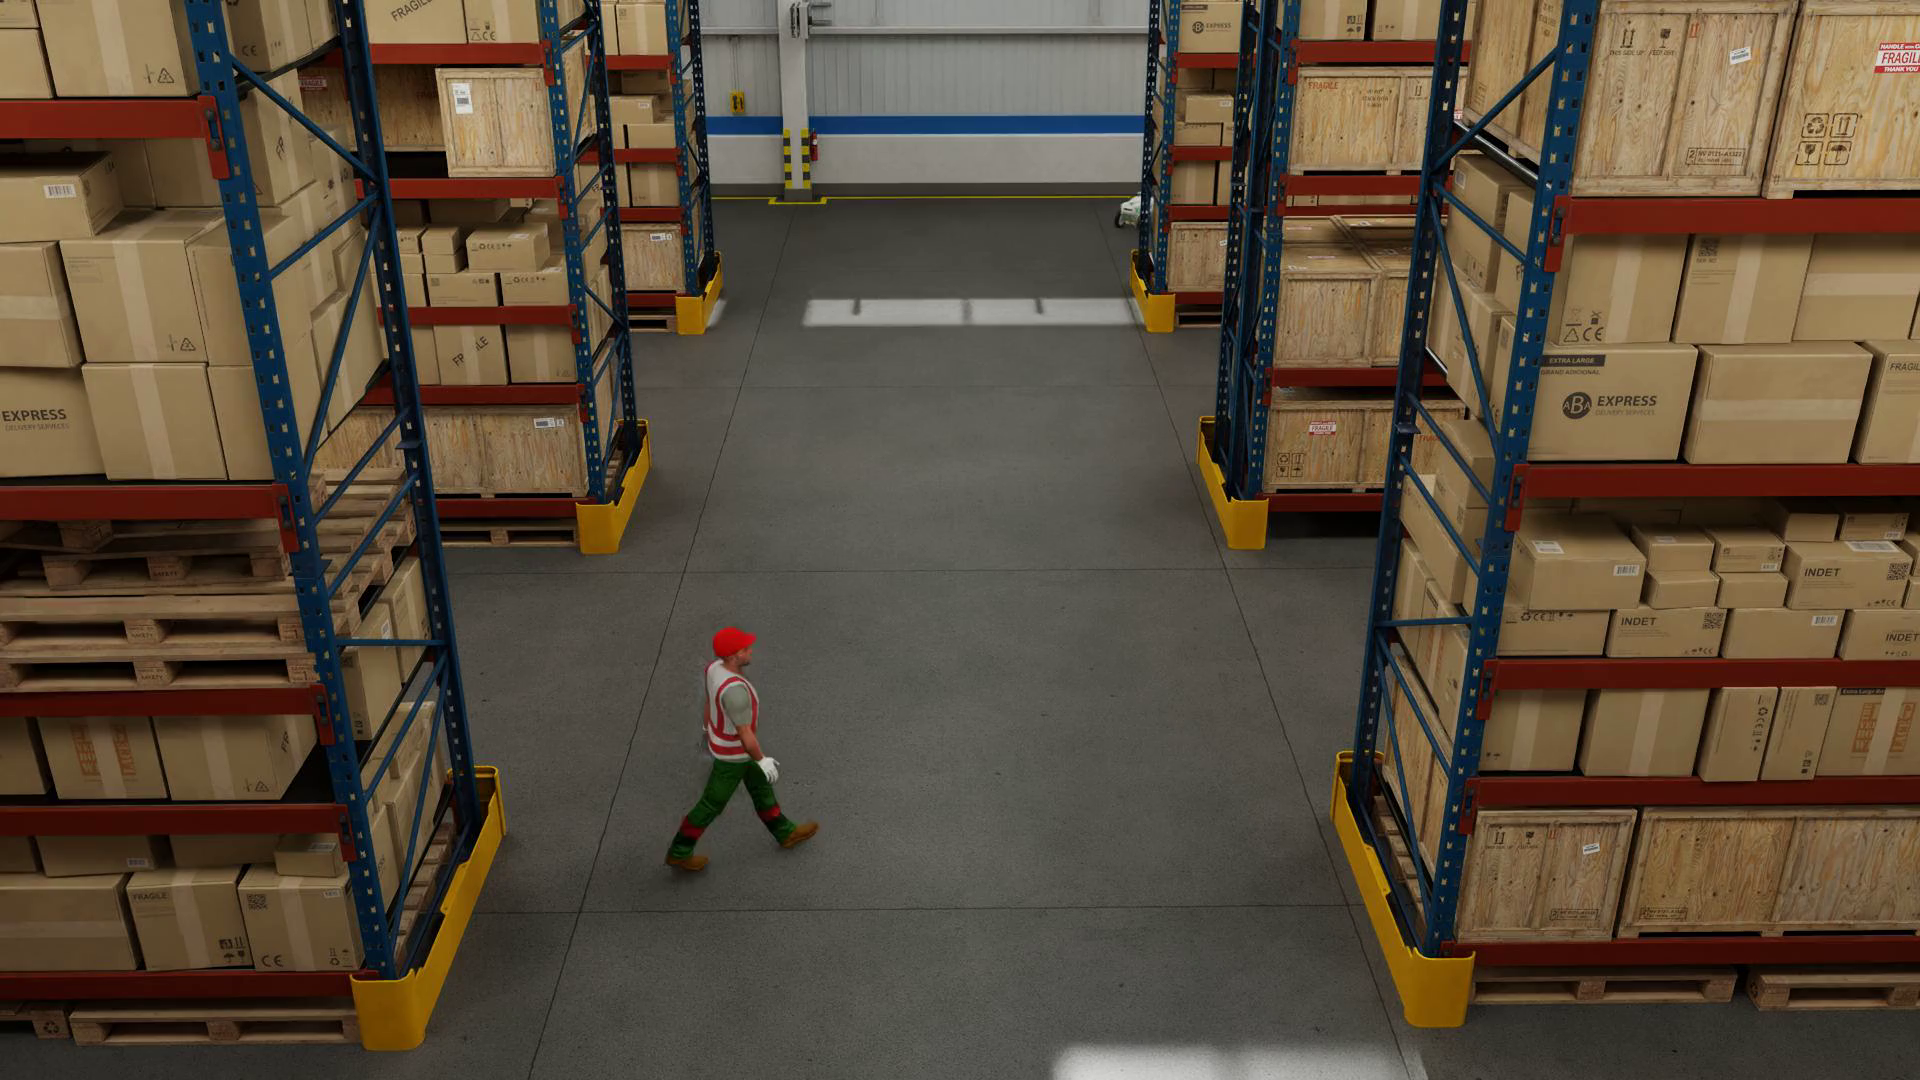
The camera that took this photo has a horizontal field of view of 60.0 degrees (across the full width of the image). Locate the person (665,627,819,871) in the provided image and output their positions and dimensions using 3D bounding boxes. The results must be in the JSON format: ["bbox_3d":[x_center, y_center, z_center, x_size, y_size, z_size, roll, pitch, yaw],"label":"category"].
[{"bbox_3d":[-1.470,1.365,10.961,1.075,1.750,0.586,-7,26,-14],"label":"person"}]

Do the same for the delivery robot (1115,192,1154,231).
[{"bbox_3d":[2.917,-5.188,26.559,0.667,0.535,0.722,18,30,33],"label":"delivery robot"}]
